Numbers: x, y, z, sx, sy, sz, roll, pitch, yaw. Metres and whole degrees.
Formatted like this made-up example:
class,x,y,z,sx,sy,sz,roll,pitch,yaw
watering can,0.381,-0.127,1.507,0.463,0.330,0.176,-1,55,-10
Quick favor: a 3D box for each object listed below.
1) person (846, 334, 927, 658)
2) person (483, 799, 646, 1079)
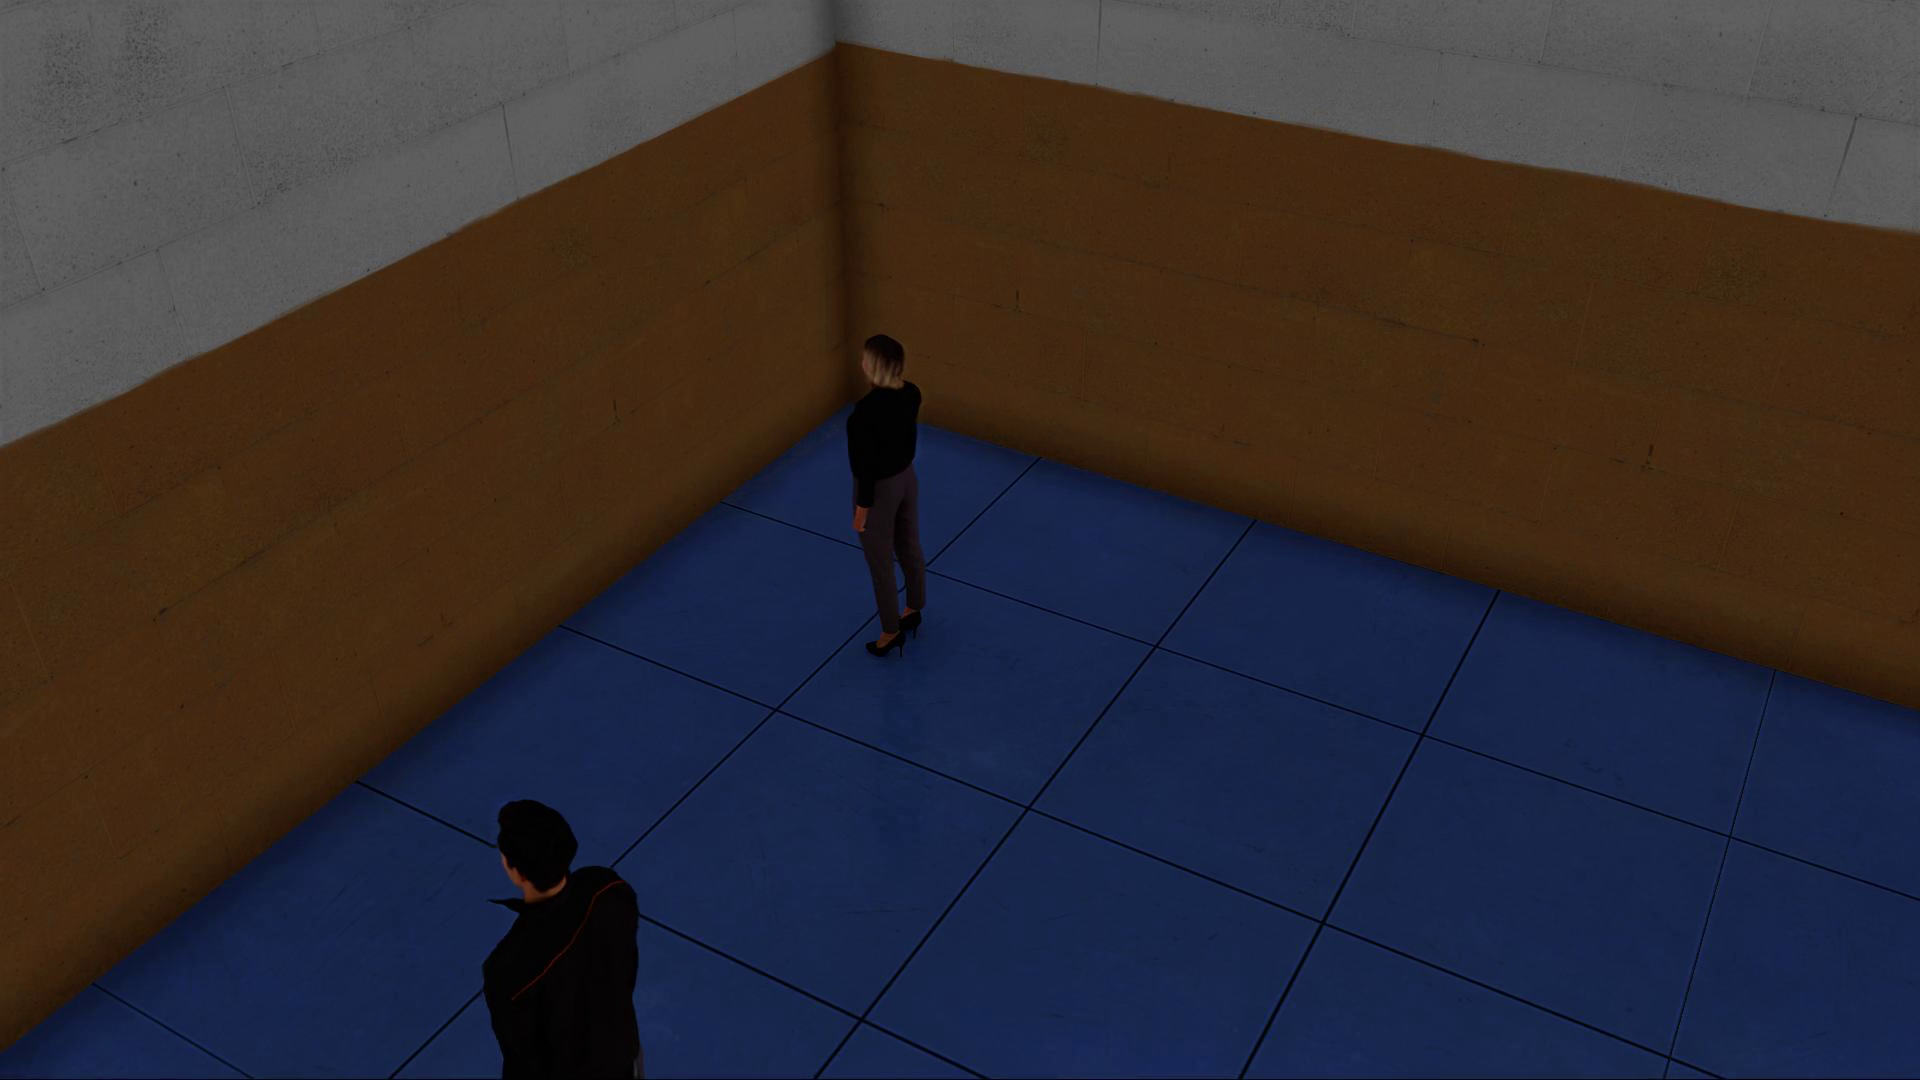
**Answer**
class,x,y,z,sx,sy,sz,roll,pitch,yaw
person,-0.331,-0.188,7.730,0.667,1.670,0.488,20,39,27
person,-1.120,1.521,4.912,0.758,1.946,0.522,16,37,23
